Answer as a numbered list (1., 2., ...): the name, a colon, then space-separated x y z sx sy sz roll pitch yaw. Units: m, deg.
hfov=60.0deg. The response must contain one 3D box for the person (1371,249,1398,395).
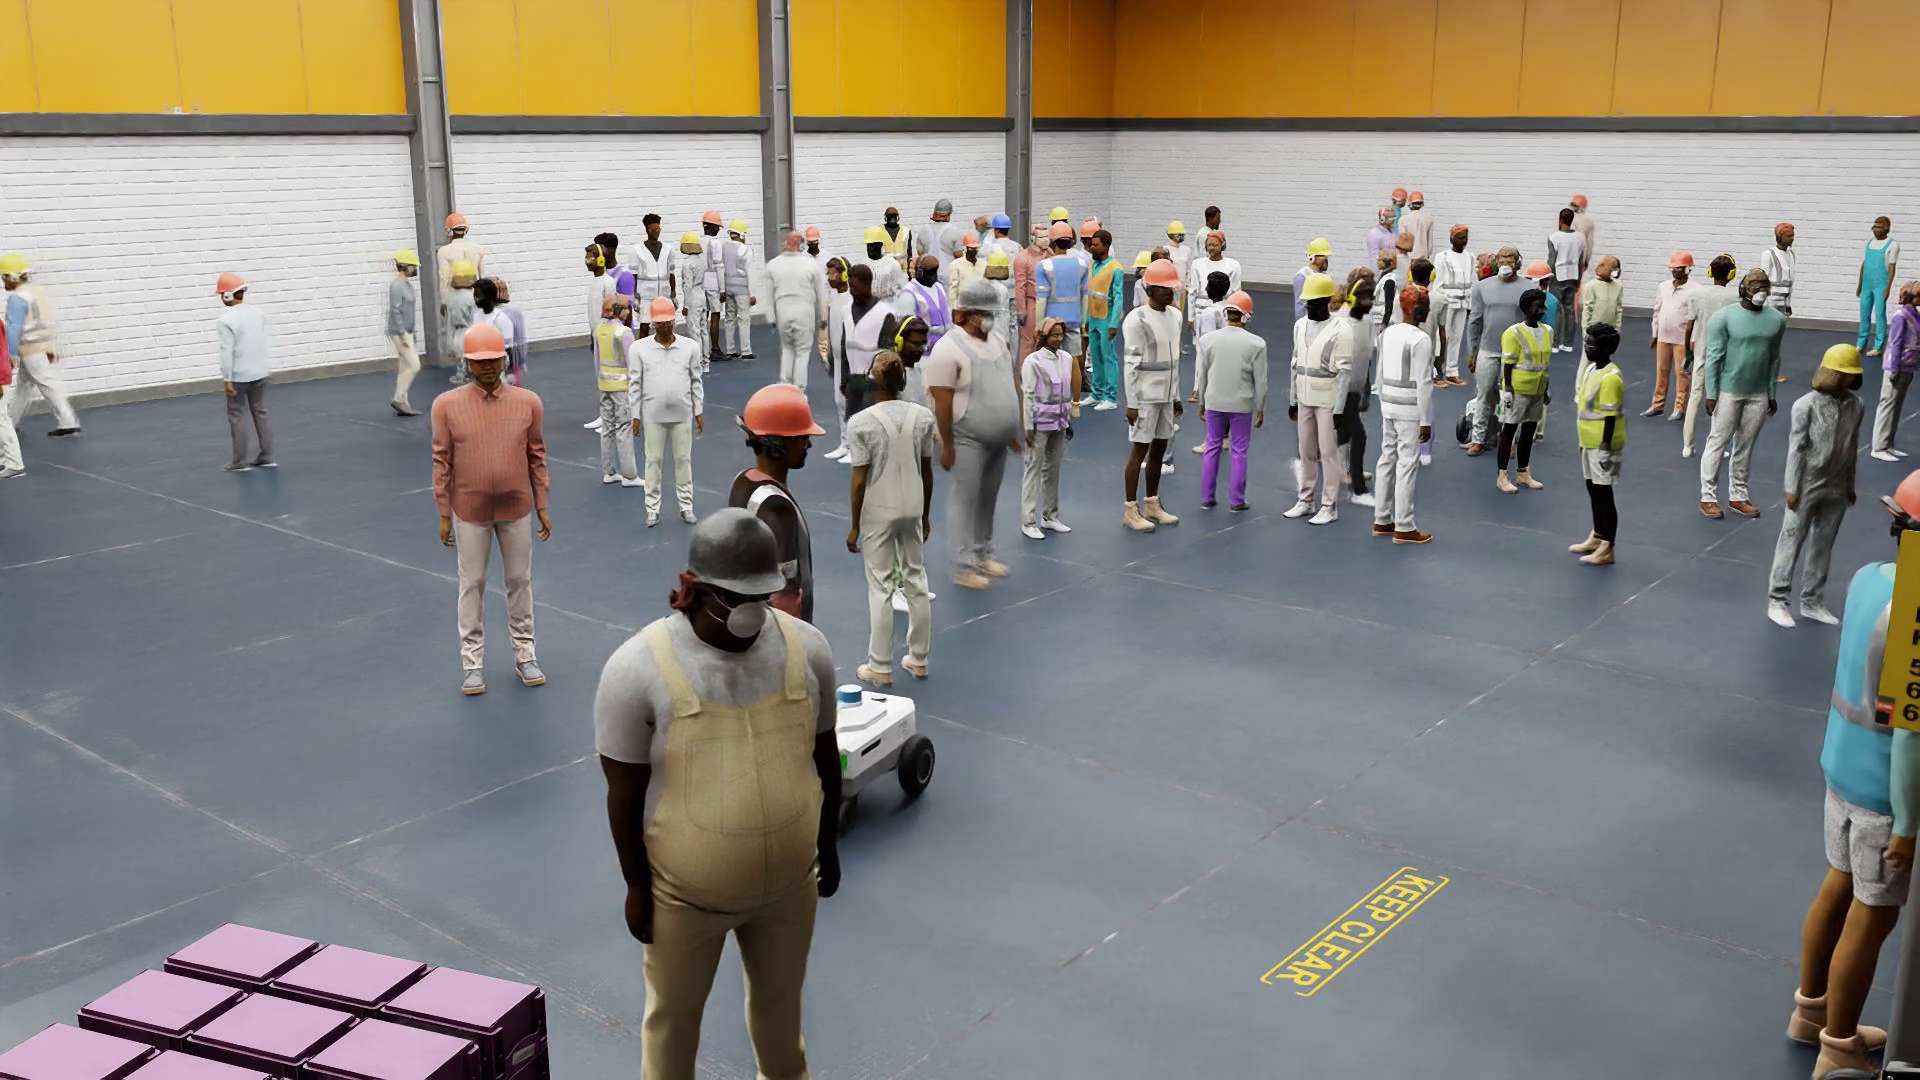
1. person: 4.799 -2.463 18.830 0.308 1.640 0.510 1 14 5

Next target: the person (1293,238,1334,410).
1. person: 3.797 -2.299 17.783 0.590 1.833 0.404 -14 19 -43

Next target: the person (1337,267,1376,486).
1. person: 3.356 -1.393 14.136 0.342 1.846 0.508 8 16 30

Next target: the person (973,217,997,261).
1. person: 0.339 -4.202 25.866 0.509 1.595 0.745 9 17 31

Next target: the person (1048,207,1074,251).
1. person: 1.349 -3.525 22.490 0.369 1.925 0.594 3 14 13

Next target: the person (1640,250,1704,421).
1. person: 7.381 -2.109 17.180 0.333 1.753 0.562 -8 16 -30

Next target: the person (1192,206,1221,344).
1. person: 3.427 -3.678 23.149 0.396 1.911 0.588 6 15 22

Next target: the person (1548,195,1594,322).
1. person: 9.465 -4.352 25.800 0.651 1.939 0.728 3 14 11

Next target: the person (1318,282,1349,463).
1. person: 3.369 -1.467 14.844 0.309 1.644 0.511 -2 14 -8

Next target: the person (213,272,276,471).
1. person: -6.351 -1.489 14.711 0.374 1.744 0.579 5 15 18

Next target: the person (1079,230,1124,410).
1. person: 1.536 -2.358 17.843 0.390 1.920 0.587 -7 16 -27

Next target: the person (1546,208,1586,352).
1. person: 8.099 -3.478 22.321 0.597 1.916 0.371 -5 15 -20

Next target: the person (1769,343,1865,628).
1. person: 5.233 -0.326 10.084 0.492 1.740 0.324 -3 14 -13

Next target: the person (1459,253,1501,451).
1. person: 4.953 -1.754 15.581 0.381 1.841 0.566 9 17 33

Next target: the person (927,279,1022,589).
1. person: 0.143 -0.719 11.049 0.536 2.000 0.682 11 18 37

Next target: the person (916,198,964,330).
1. person: -0.213 -3.612 22.608 0.687 2.000 0.538 7 16 27

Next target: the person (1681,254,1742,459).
1. person: 6.871 -1.662 15.180 0.531 1.860 0.318 11 18 37

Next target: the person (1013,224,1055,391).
1. person: 0.909 -2.635 18.978 0.647 1.908 0.409 -12 18 -40

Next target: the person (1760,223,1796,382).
1. person: 9.646 -2.796 19.669 0.577 1.883 0.353 -10 17 -34

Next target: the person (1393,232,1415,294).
1. person: 5.840 -3.242 21.986 0.322 1.627 0.530 11 18 38

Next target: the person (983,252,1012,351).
1. person: 0.380 -2.091 17.137 0.325 1.740 0.492 -8 16 -28

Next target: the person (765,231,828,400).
1. person: -1.782 -2.464 18.367 0.637 1.875 0.642 3 14 12

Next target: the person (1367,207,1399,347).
1. person: 5.846 -3.630 22.953 0.407 1.908 0.641 10 17 35

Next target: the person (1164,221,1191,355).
1. person: 2.835 -3.322 21.999 0.533 1.771 0.301 -8 16 -29

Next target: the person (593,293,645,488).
1. person: -2.881 -1.260 14.025 0.512 1.638 0.312 12 19 40

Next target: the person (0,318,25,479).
1. person: -8.422 -1.404 14.403 0.574 1.737 0.354 13 19 43

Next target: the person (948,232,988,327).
1. person: 0.127 -2.820 20.023 0.562 1.753 0.327 -9 17 -32

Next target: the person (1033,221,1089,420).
1. person: 1.027 -2.239 17.114 0.605 2.045 0.388 -6 15 -22

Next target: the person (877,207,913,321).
1. person: -0.991 -3.928 24.274 0.630 1.843 0.429 -4 14 -14

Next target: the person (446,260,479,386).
1. person: -4.873 -1.872 16.291 0.493 1.721 0.562 11 18 37

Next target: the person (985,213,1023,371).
1. person: 0.518 -3.024 20.445 0.391 1.948 0.605 12 19 40

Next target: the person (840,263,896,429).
1. person: -0.727 -1.371 13.944 0.572 1.897 0.607 -13 19 -43

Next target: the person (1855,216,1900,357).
1. person: 12.088 -3.349 21.971 0.328 1.838 0.511 -6 15 -22

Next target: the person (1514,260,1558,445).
1. person: 5.467 -1.785 15.888 0.333 1.749 0.575 11 18 37

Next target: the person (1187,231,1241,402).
1. person: 2.772 -2.435 18.222 0.584 1.882 0.345 6 15 22

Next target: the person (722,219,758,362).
1. person: -2.863 -3.223 21.492 0.593 1.826 0.403 10 17 34

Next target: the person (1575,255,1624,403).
1. person: 7.003 -2.289 18.171 0.504 1.628 0.278 -4 15 -16

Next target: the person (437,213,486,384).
1. person: -5.874 -2.846 19.637 0.394 1.994 0.612 12 18 40

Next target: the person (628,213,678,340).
1. person: -3.720 -2.981 20.238 0.602 1.966 0.368 -8 16 -30
